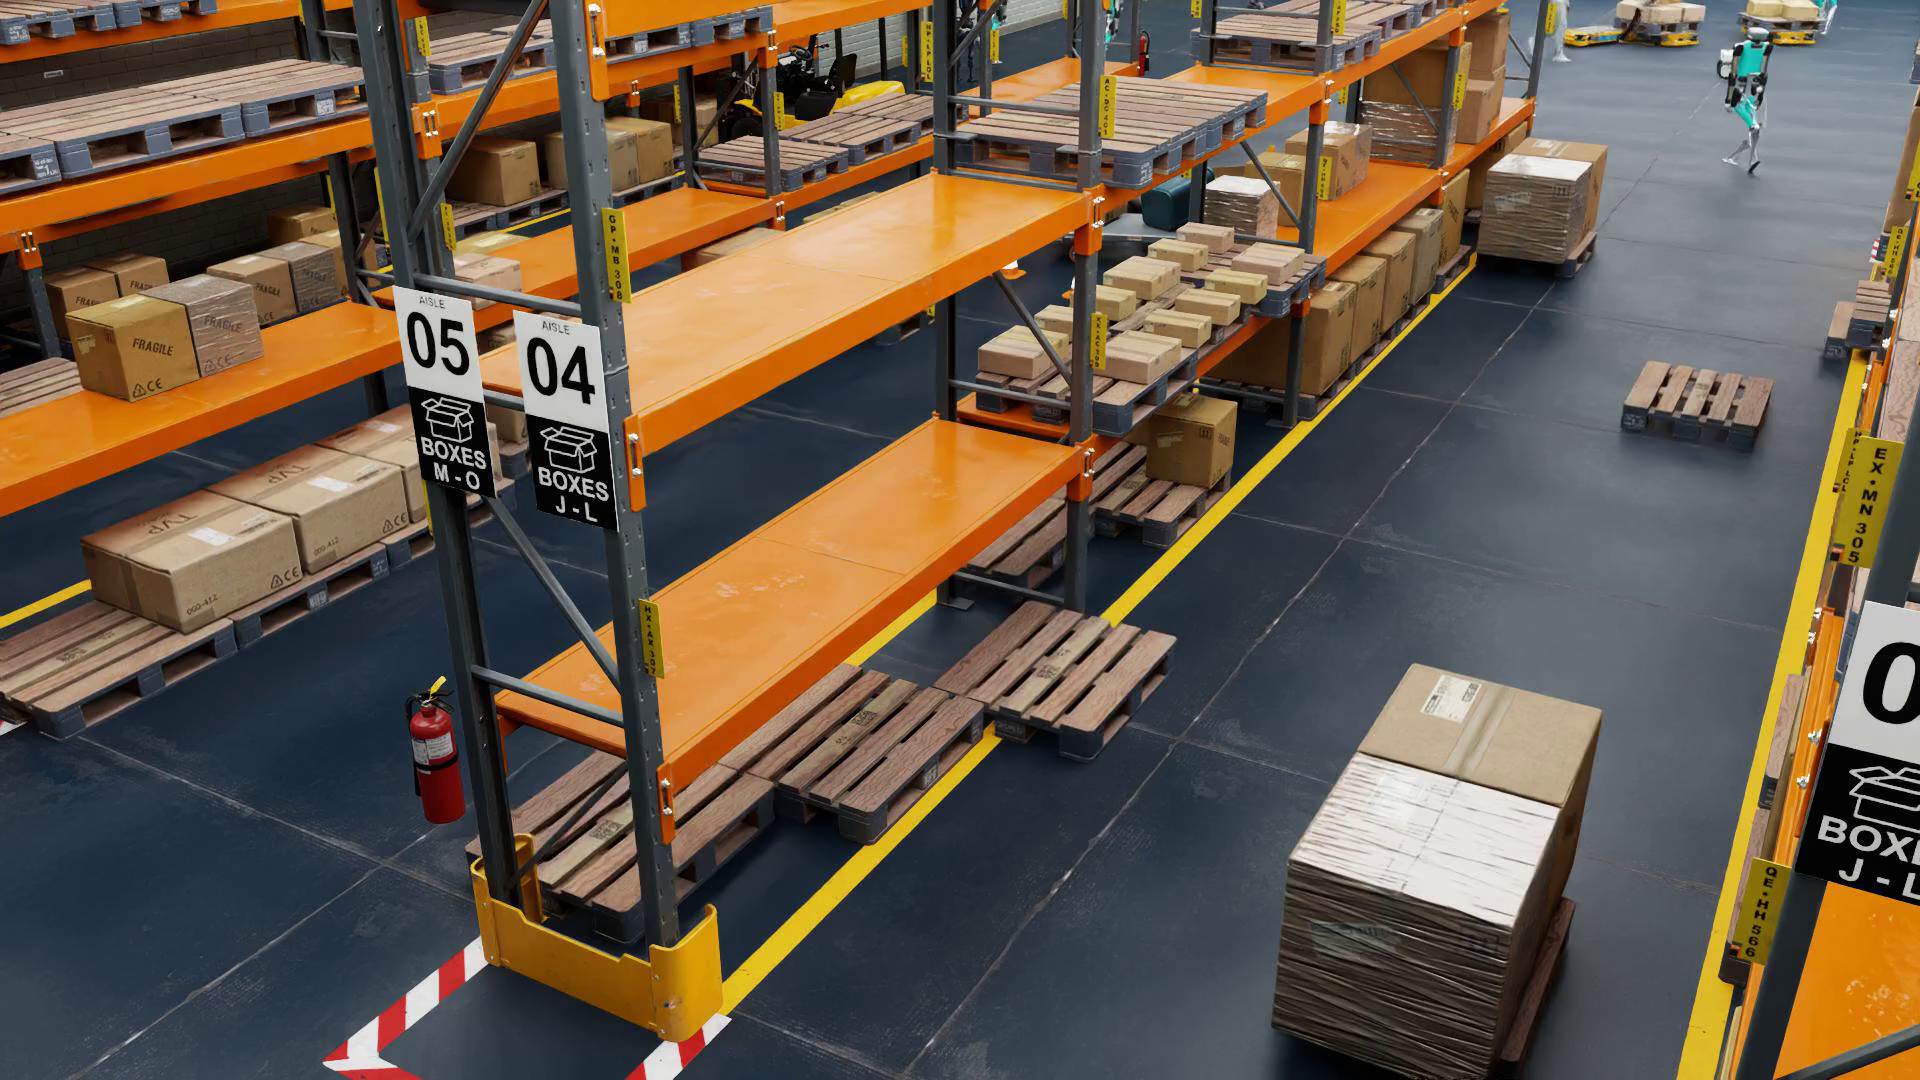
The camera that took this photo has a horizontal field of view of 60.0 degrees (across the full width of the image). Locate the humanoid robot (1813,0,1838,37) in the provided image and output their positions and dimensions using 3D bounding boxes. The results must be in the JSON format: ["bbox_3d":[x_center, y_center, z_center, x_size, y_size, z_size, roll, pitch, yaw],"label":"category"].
[{"bbox_3d":[16.136,-10.193,30.910,0.807,1.842,0.532,-14,29,-27],"label":"humanoid robot"}]

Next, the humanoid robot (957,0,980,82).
[{"bbox_3d":[0.080,-8.290,26.927,0.599,1.657,0.315,14,29,26],"label":"humanoid robot"}]

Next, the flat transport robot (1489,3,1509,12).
[{"bbox_3d":[10.404,-10.843,33.874,1.431,0.231,0.659,-10,27,-20],"label":"flat transport robot"}]

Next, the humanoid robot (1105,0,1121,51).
[{"bbox_3d":[2.255,-8.119,26.594,0.562,1.831,0.839,6,26,13],"label":"humanoid robot"}]

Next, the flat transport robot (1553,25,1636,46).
[{"bbox_3d":[11.708,-9.294,30.653,1.431,0.231,0.659,-13,28,-24],"label":"flat transport robot"}]

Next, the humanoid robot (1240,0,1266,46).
[{"bbox_3d":[4.547,-7.799,25.943,0.364,1.665,0.589,20,32,36],"label":"humanoid robot"}]

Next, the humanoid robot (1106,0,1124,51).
[{"bbox_3d":[2.577,-9.479,29.375,0.818,1.787,0.537,-11,28,-22],"label":"humanoid robot"}]

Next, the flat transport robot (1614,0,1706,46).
[{"bbox_3d":[12.829,-9.311,30.689,0.659,0.231,1.431,-11,28,-22],"label":"flat transport robot"}]

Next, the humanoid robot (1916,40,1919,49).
[{"bbox_3d":[17.000,-9.183,28.813,0.608,1.645,0.499,2,26,3],"label":"humanoid robot"}]

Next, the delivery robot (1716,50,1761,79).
[{"bbox_3d":[12.877,-7.871,27.358,0.782,0.586,0.499,8,27,17],"label":"delivery robot"}]

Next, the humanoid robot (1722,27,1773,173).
[{"bbox_3d":[10.229,-5.607,21.316,0.532,1.769,0.961,-5,26,-9],"label":"humanoid robot"}]

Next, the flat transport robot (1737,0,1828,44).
[{"bbox_3d":[15.211,-9.408,30.891,0.659,0.231,1.431,-2,26,-4],"label":"flat transport robot"}]

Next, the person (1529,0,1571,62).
[{"bbox_3d":[10.295,-9.257,28.716,0.753,1.886,0.607,15,30,28],"label":"person"}]

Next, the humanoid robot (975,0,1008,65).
[{"bbox_3d":[0.458,-8.786,27.758,0.533,1.671,0.735,14,29,26],"label":"humanoid robot"}]

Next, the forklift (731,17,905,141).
[{"bbox_3d":[-1.819,-5.975,21.543,2.313,2.155,1.214,14,29,26],"label":"forklift"}]

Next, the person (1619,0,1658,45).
[{"bbox_3d":[12.386,-9.976,30.162,0.961,1.921,0.624,11,28,22],"label":"person"}]

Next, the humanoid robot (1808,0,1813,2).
[{"bbox_3d":[16.213,-10.791,32.124,1.049,1.765,0.541,4,26,8],"label":"humanoid robot"}]
